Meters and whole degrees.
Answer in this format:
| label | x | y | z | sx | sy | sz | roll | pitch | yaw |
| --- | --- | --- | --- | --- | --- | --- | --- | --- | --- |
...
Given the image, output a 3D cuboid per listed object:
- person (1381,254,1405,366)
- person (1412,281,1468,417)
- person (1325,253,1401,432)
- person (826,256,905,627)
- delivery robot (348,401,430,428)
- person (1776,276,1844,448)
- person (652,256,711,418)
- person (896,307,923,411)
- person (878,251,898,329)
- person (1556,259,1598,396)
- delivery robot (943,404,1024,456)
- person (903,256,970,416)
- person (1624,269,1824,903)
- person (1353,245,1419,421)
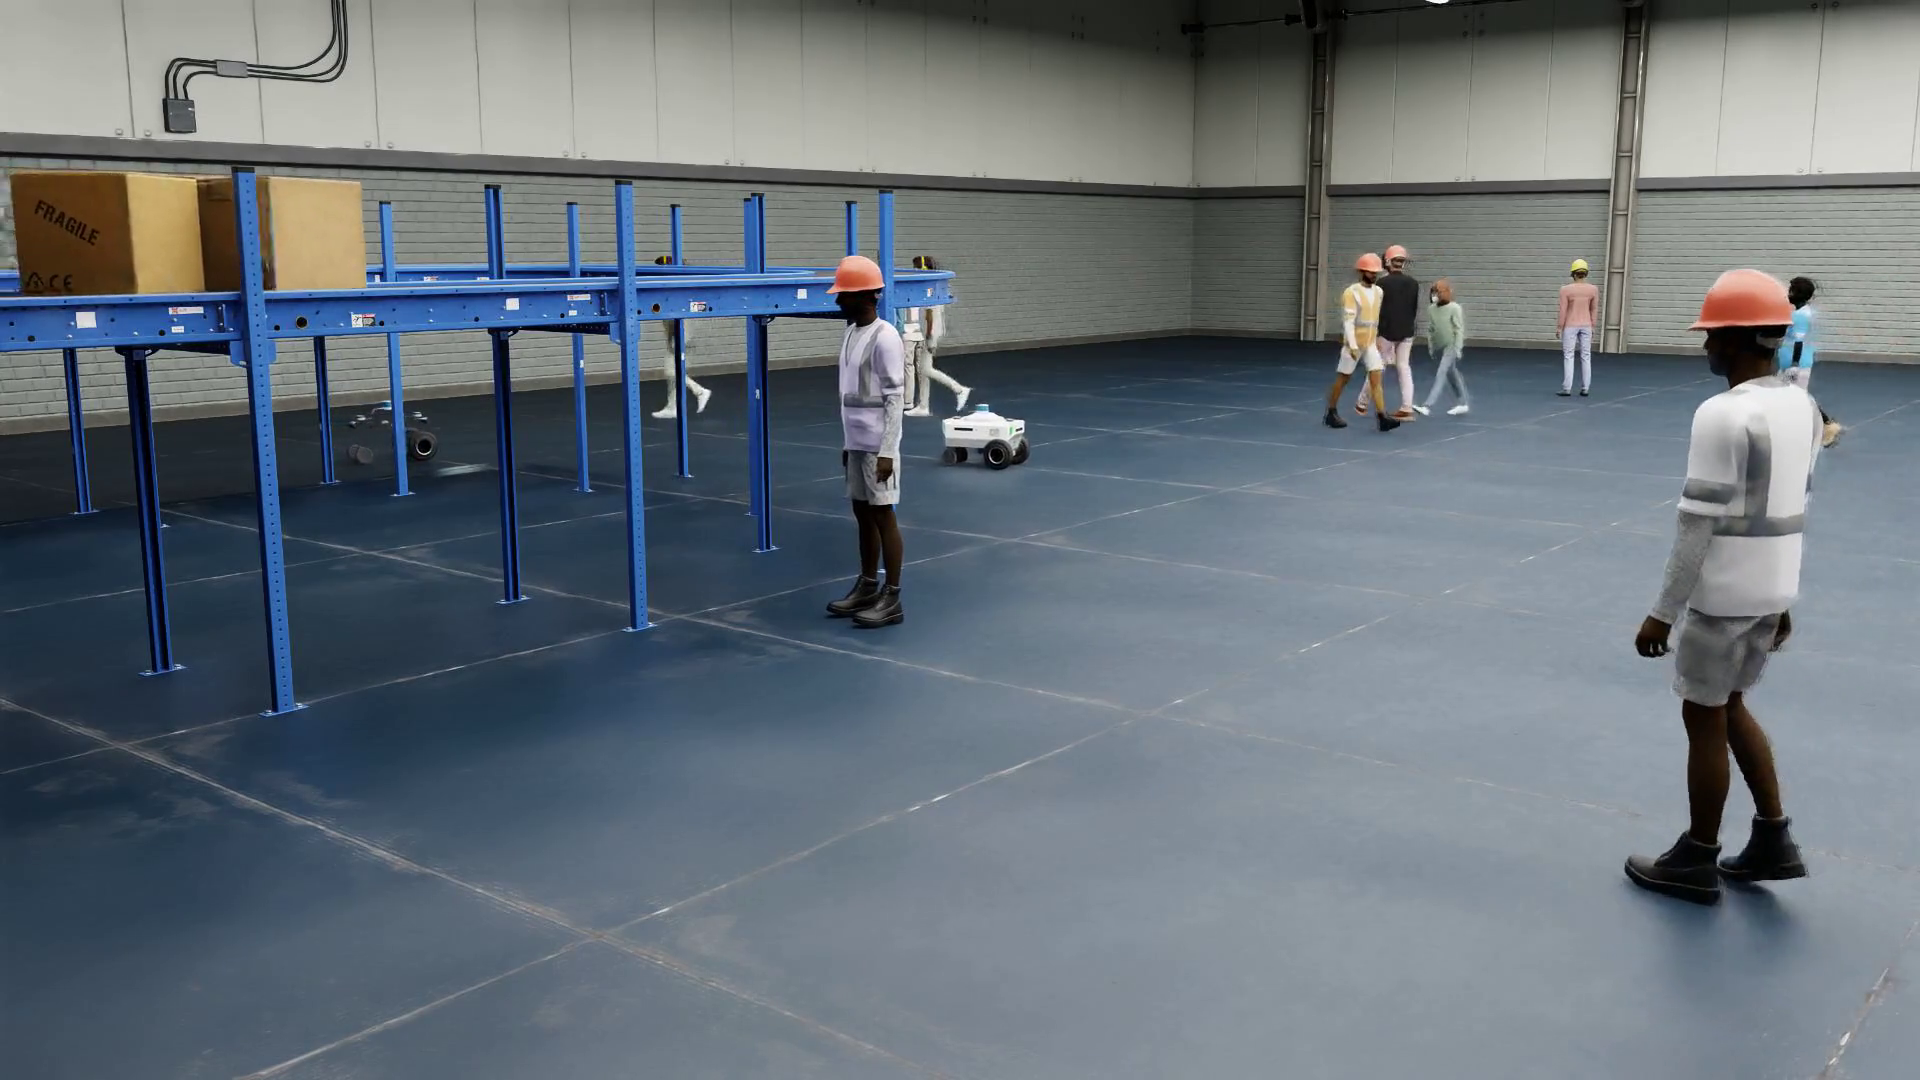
| label | x | y | z | sx | sy | sz | roll | pitch | yaw |
| --- | --- | --- | --- | --- | --- | --- | --- | --- | --- |
| person | 6.919 | -3.718 | 26.806 | 0.441 | 1.827 | 0.621 | 0 | 10 | -2 |
| person | 5.551 | -2.188 | 19.083 | 0.987 | 1.542 | 0.513 | -5 | 11 | -25 |
| person | 4.281 | -2.103 | 17.723 | 0.573 | 1.876 | 1.006 | -5 | 11 | -27 |
| person | -0.496 | -0.518 | 8.764 | 0.376 | 1.934 | 0.547 | -5 | 12 | -27 |
| delivery robot | -5.272 | -1.172 | 15.346 | 0.698 | 0.223 | 0.335 | -7 | 13 | -35 |
| person | 8.115 | -1.690 | 15.989 | 0.727 | 1.674 | 0.538 | 5 | 11 | 25 |
| person | -3.200 | -2.306 | 18.937 | 0.642 | 1.844 | 0.515 | 1 | 10 | 6 |
| person | -0.582 | -2.369 | 19.833 | 0.311 | 1.642 | 0.512 | 9 | 14 | 41 |
| person | -0.998 | -3.002 | 22.602 | 0.406 | 1.911 | 0.636 | 7 | 12 | 33 |
| person | 8.013 | -2.757 | 21.636 | 0.526 | 1.769 | 0.328 | -1 | 10 | -3 |
| delivery robot | 0.208 | -0.982 | 15.018 | 0.707 | 0.478 | 0.477 | 4 | 11 | 23 |
| person | -0.280 | -2.343 | 19.140 | 0.697 | 1.844 | 0.514 | 1 | 10 | 4 |
| person | 2.333 | 0.153 | 5.057 | 0.574 | 1.934 | 0.389 | -8 | 13 | -38 |
| person | 4.842 | -2.345 | 18.878 | 0.639 | 1.951 | 0.901 | -4 | 11 | -20 |
